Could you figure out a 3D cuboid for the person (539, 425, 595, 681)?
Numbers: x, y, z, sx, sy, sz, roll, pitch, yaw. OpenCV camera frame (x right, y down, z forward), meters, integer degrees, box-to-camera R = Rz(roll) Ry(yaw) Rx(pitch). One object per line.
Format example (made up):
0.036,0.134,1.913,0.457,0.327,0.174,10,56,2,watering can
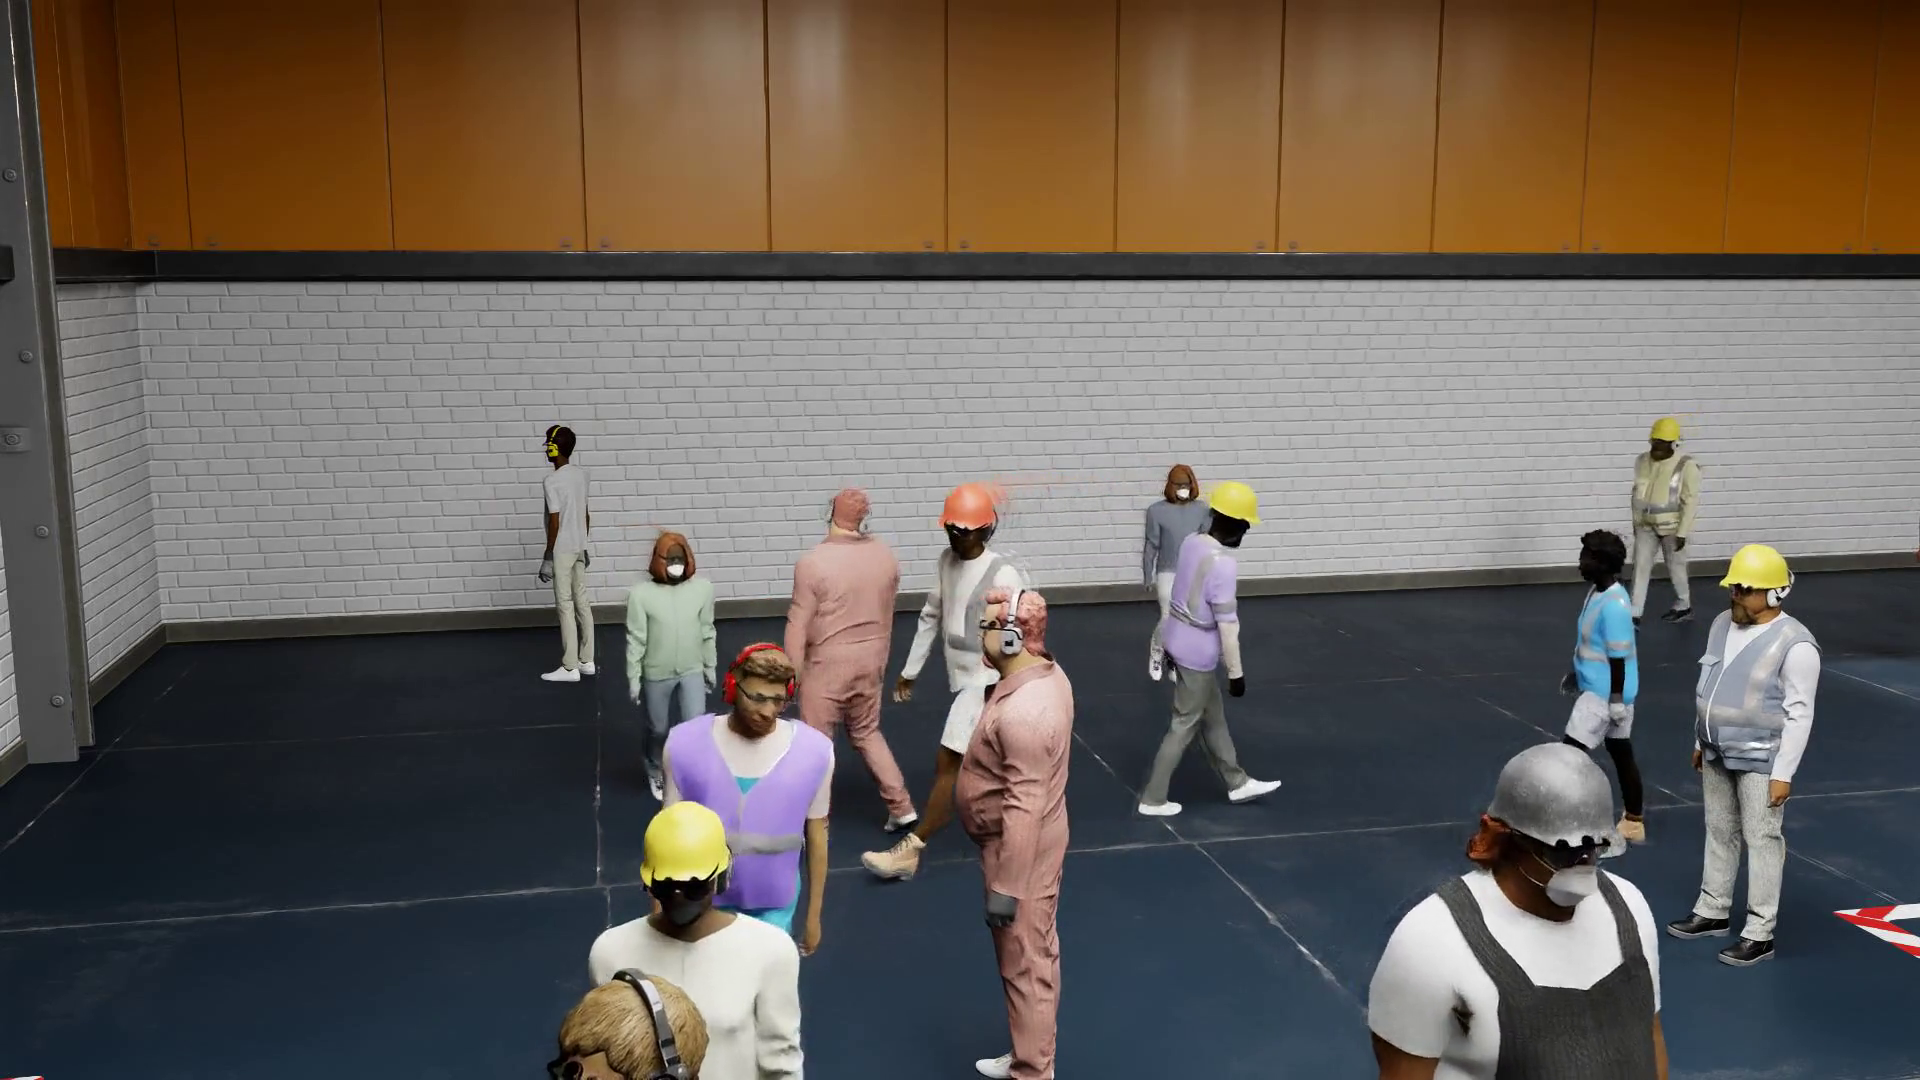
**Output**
-2.878,0.098,12.099,0.329,1.873,0.515,4,10,21,person

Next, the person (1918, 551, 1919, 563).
7.452,0.033,12.364,0.590,1.915,0.392,4,10,25,person

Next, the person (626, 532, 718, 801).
-1.584,0.727,9.115,0.529,1.596,0.817,-4,10,-23,person

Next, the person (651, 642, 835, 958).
-0.727,1.196,5.575,0.626,1.810,0.656,0,9,-3,person

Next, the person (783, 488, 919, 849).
-0.592,0.678,8.570,0.706,1.874,0.523,-9,13,-44,person

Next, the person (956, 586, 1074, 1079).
0.186,1.103,5.855,0.405,1.911,0.636,2,9,9,person

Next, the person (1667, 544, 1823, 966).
3.401,0.917,7.226,0.404,1.831,0.588,-3,10,-16,person

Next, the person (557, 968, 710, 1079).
-0.470,1.609,2.682,0.376,1.940,0.629,-8,12,-41,person

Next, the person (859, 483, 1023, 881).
0.028,0.688,8.201,1.104,1.970,0.642,-4,10,-23,person

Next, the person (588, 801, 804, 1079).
-0.639,1.479,4.058,0.525,1.755,0.364,-1,9,-4,person

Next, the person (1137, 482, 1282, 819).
1.361,0.605,9.014,0.863,1.864,0.680,-2,10,-11,person

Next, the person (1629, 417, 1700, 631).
5.861,-0.143,13.858,0.865,1.791,0.594,-8,12,-40,person

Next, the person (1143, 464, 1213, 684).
1.573,0.261,11.883,0.496,1.615,0.350,-2,10,-14,person

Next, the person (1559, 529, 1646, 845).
3.225,0.773,8.607,0.779,1.669,0.552,3,10,19,person
